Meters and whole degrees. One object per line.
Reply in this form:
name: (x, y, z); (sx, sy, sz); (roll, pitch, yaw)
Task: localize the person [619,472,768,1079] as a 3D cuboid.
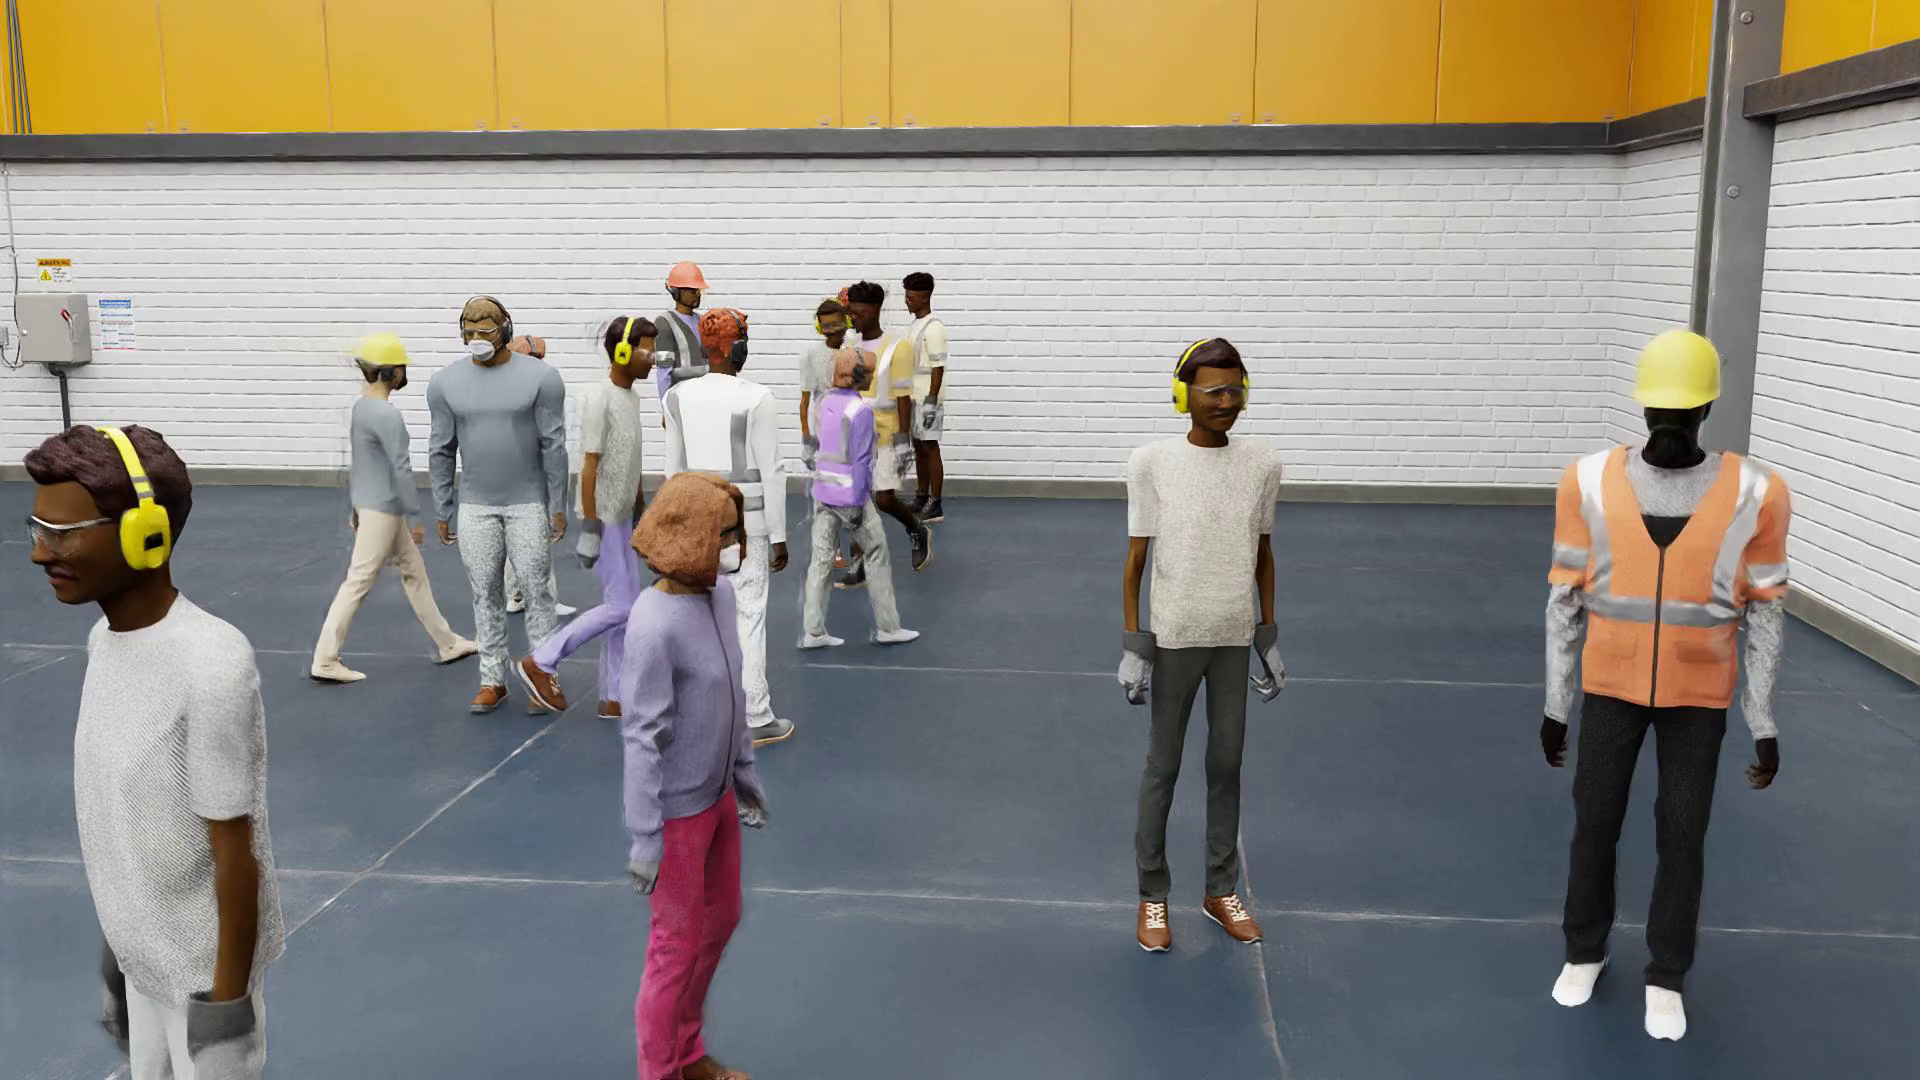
person: (-0.653, 0.640, 3.955); (0.304, 1.622, 0.516); (2, 10, 12)

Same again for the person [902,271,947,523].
person: (-0.299, -1.116, 13.037); (0.367, 1.959, 0.604); (-4, 11, -20)

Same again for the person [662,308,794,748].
person: (-0.987, -0.045, 7.127); (0.575, 1.882, 0.355); (5, 11, 25)

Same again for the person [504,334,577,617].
person: (-2.502, -0.365, 9.643); (0.515, 1.641, 0.314); (7, 12, 34)

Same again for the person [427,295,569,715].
person: (-2.111, -0.153, 7.632); (0.636, 1.928, 0.390); (0, 10, -1)

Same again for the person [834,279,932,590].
person: (-0.501, -0.667, 10.502); (0.622, 1.943, 0.660); (8, 12, 37)

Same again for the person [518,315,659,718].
person: (-1.627, -0.081, 7.460); (0.594, 1.841, 0.534); (1, 10, 5)

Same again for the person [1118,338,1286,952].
person: (0.744, 0.321, 5.072); (0.531, 1.867, 0.317); (-2, 10, -12)

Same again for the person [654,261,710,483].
person: (-1.956, -0.984, 12.036); (0.374, 2.042, 0.615); (4, 11, 23)

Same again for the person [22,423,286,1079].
person: (-1.291, 0.736, 2.736); (0.506, 1.859, 0.332); (9, 13, 42)

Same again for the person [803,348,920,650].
person: (-0.542, -0.216, 8.890); (0.722, 1.608, 0.518); (-7, 12, -36)

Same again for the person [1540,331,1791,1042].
person: (1.901, 0.401, 4.536); (0.607, 1.917, 0.465); (5, 11, 25)

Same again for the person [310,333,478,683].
person: (-2.834, -0.162, 8.253); (0.935, 1.717, 0.540); (-7, 12, -33)

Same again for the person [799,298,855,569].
person: (-0.777, -0.660, 10.827); (0.549, 1.813, 0.907); (-3, 10, -16)
